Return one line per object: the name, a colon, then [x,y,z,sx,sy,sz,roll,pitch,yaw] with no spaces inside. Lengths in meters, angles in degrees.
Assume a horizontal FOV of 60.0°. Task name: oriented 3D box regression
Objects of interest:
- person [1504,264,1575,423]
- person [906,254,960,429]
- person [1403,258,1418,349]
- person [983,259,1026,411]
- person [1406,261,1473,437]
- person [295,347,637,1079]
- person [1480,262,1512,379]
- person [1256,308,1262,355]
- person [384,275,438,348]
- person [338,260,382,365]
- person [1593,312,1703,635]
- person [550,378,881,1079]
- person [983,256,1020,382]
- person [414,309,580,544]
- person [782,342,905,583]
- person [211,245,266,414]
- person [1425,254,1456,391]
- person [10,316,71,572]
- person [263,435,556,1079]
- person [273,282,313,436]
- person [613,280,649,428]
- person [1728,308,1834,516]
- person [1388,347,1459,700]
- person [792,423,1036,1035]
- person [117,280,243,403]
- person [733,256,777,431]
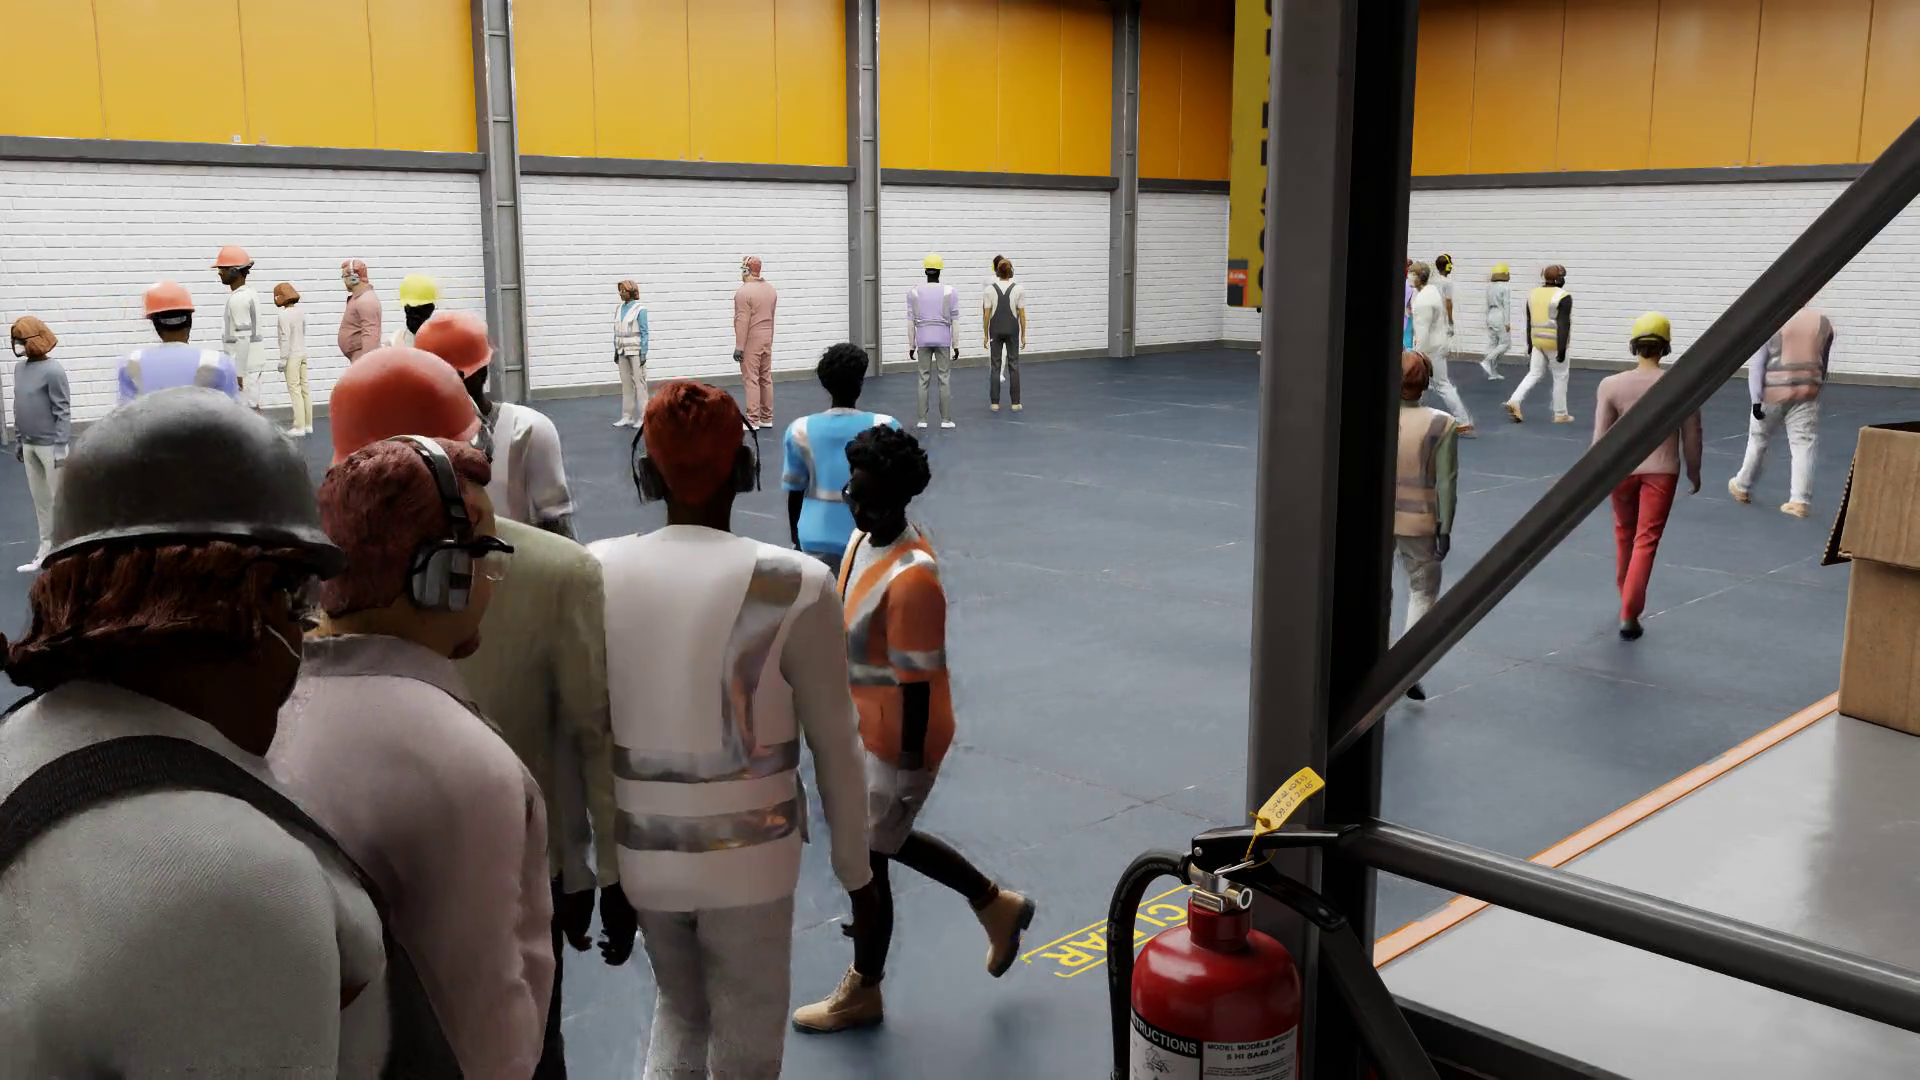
person: [6.632,-2.218,18.868,0.837,1.818,0.632,-5,11,-24]
person: [-0.293,-2.180,18.343,0.587,1.928,0.363,1,10,5]
person: [5.528,-2.616,20.939,0.378,1.844,0.569,-9,14,-41]
person: [0.540,-2.483,20.217,0.516,1.843,0.327,1,10,4]
person: [4.972,-2.005,17.583,1.000,1.871,0.673,3,11,15]
person: [-0.931,0.625,3.051,0.686,1.949,0.842,-2,11,-10]
person: [7.914,-3.224,24.548,0.434,1.728,0.507,-4,11,-20]
person: [5.545,-4.221,29.707,0.633,1.841,0.429,-6,12,-30]
person: [-3.284,-0.659,10.164,0.608,1.886,0.888,2,11,11]
person: [-5.591,-1.655,15.555,0.406,1.902,0.636,-4,11,-21]
person: [3.724,-0.367,9.040,0.527,1.718,0.923,8,13,36]
person: [-0.482,0.625,3.202,0.597,1.866,0.441,3,11,14]
person: [0.621,-3.268,24.572,0.523,1.821,0.932,2,11,13]
person: [-1.519,0.186,5.507,0.602,1.903,0.677,1,10,3]
person: [-0.476,0.009,7.037,0.551,1.684,0.366,2,11,9]
person: [-6.161,-1.492,14.272,0.371,2.044,0.608,-3,11,-15]
person: [6.610,-2.969,22.828,0.325,1.862,0.521,-4,11,-22]
person: [-5.776,-0.589,10.472,0.497,1.632,0.289,6,12,29]
person: [-0.700,0.790,2.273,0.676,1.870,0.771,8,13,37]
person: [-7.126,-1.924,17.745,0.279,1.633,0.498,1,10,3]
person: [-3.657,-2.064,18.493,0.522,1.640,0.305,8,13,37]
person: [6.397,-1.123,12.933,0.637,1.791,0.940,1,10,4]
person: [1.984,-0.053,7.540,0.513,1.629,0.358,5,11,23]
person: [-0.111,0.505,4.387,0.623,1.667,0.549,-2,11,-12]
person: [-3.837,-0.338,8.344,0.582,1.903,0.685,-1,10,-5]
person: [-2.274,-2.146,18.216,0.408,1.908,0.643,5,12,27]
